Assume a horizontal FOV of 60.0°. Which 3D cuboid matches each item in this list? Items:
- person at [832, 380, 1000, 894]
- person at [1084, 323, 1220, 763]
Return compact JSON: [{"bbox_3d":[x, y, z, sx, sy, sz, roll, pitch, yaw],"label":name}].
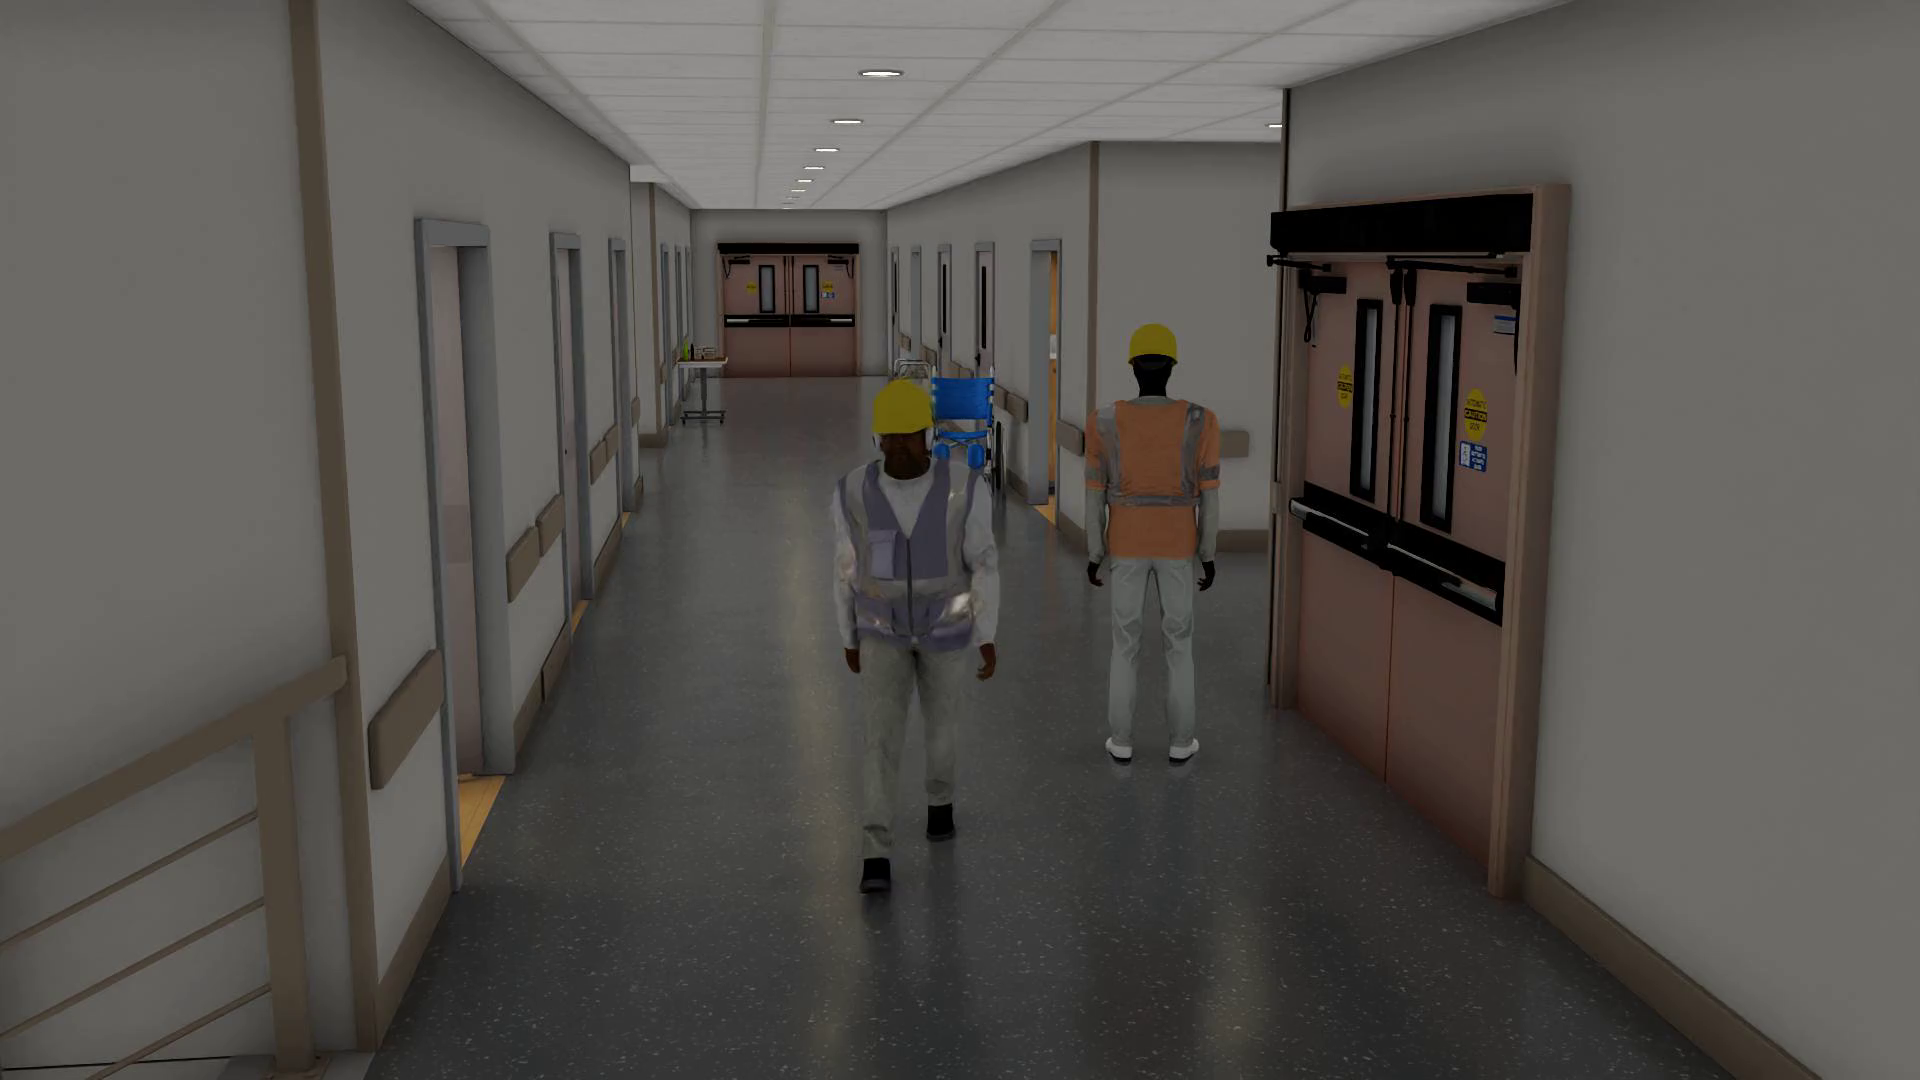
[{"bbox_3d":[-0.160,0.312,5.993,0.604,1.783,0.949,0,10,2],"label":"person"},{"bbox_3d":[0.833,0.023,7.255,0.584,1.919,0.375,1,10,7],"label":"person"}]
